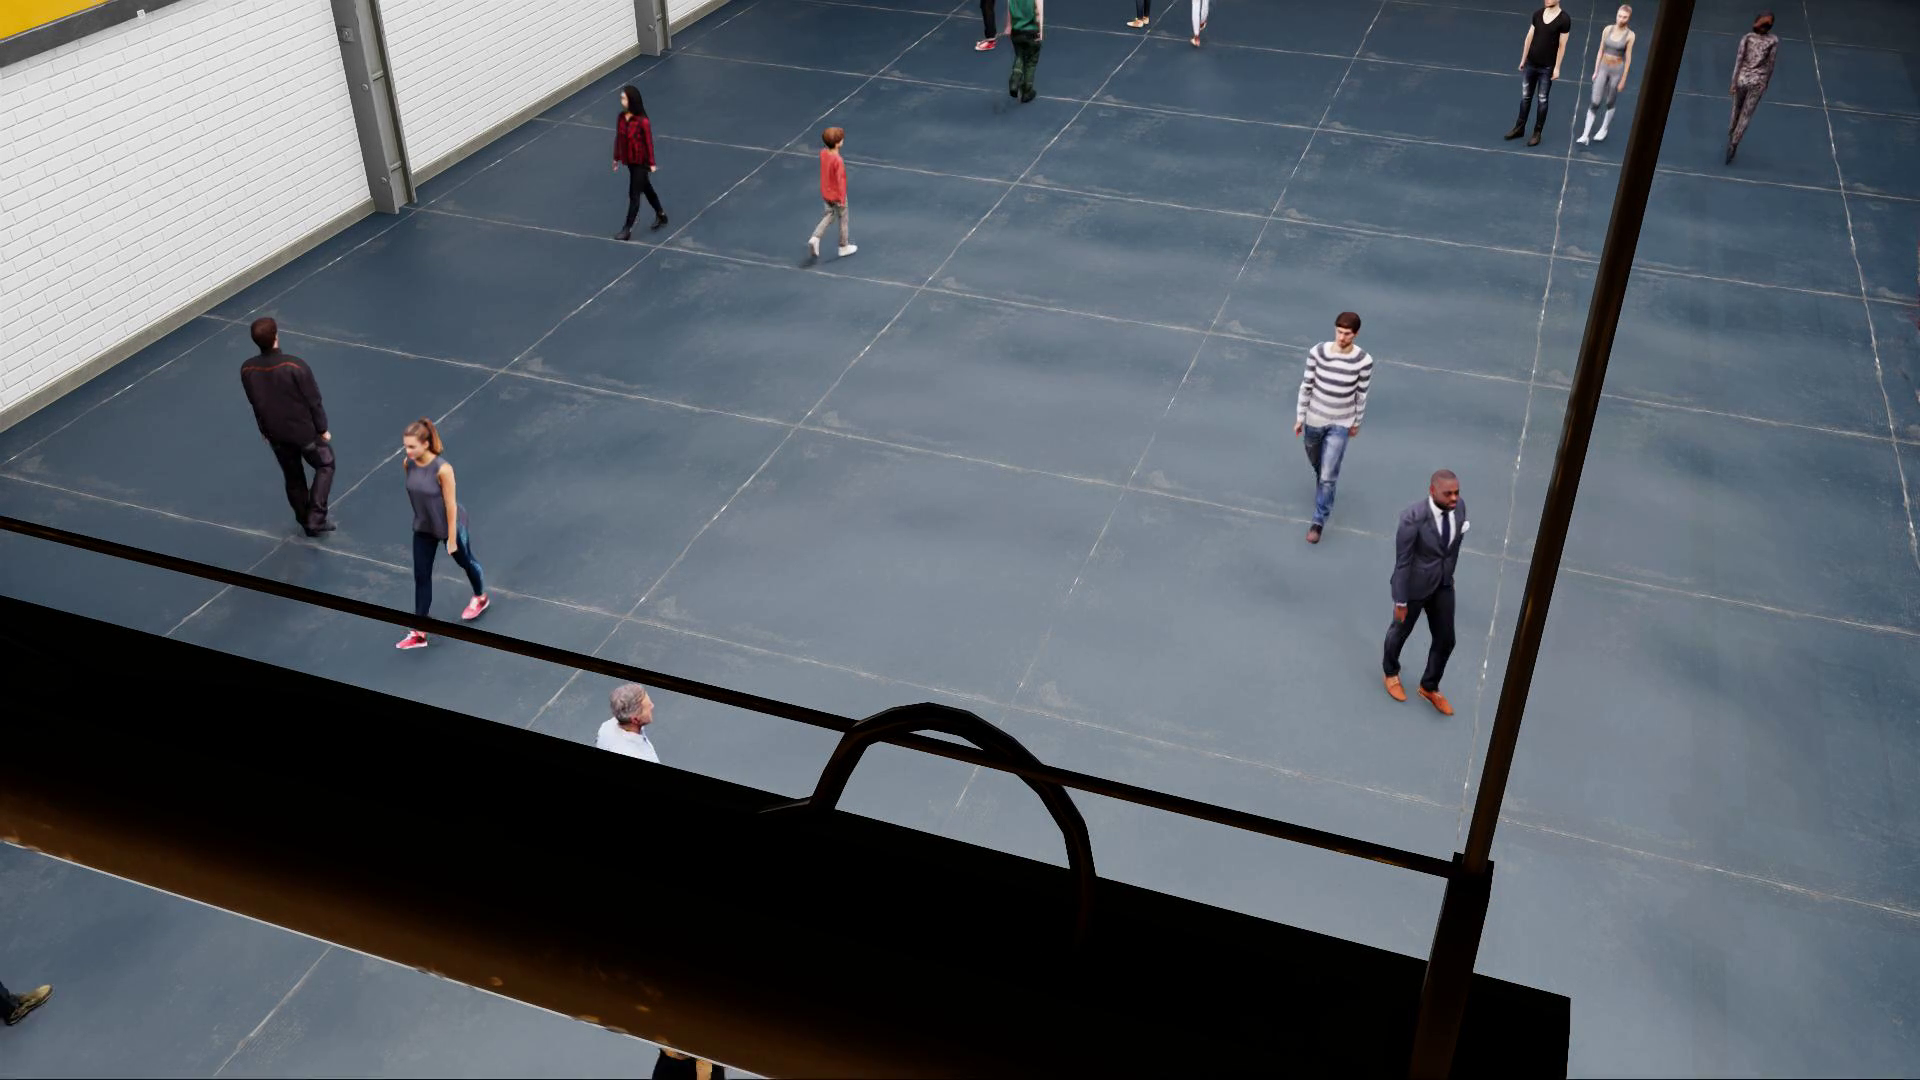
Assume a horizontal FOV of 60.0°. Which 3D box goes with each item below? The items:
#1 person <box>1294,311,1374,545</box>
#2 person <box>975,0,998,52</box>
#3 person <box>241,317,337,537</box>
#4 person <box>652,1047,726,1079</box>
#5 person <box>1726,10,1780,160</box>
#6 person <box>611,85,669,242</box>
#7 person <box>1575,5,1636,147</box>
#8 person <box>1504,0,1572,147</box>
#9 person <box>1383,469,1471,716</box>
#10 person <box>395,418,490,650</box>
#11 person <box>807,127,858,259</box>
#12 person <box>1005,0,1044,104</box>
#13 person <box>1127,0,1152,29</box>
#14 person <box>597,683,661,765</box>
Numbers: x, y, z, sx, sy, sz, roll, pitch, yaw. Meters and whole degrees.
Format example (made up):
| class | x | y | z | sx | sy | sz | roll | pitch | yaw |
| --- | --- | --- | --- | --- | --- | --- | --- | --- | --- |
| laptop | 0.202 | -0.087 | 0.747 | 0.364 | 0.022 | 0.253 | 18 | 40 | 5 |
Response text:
| class | x | y | z | sx | sy | sz | roll | pitch | yaw |
| --- | --- | --- | --- | --- | --- | --- | --- | --- | --- |
| person | 2.855 | -0.954 | 12.782 | 0.723 | 1.814 | 1.196 | 15 | 36 | 21 |
| person | 0.426 | -7.720 | 23.008 | 0.895 | 1.763 | 0.811 | -9 | 35 | -14 |
| person | -5.045 | -0.783 | 12.509 | 0.837 | 1.830 | 0.833 | 2 | 34 | 2 |
| person | -1.199 | 2.455 | 7.810 | 0.673 | 1.641 | 0.752 | 21 | 39 | 29 |
| person | 9.209 | -5.271 | 19.414 | 0.696 | 1.662 | 1.185 | 17 | 37 | 24 |
| person | -3.340 | -4.000 | 17.542 | 0.810 | 1.618 | 1.124 | 23 | 40 | 31 |
| person | 7.789 | -5.559 | 19.844 | 0.798 | 1.665 | 1.081 | 26 | 41 | 33 |
| person | 6.941 | -5.690 | 19.835 | 0.736 | 1.894 | 0.758 | -28 | 43 | -35 |
| person | 3.000 | 0.263 | 10.960 | 0.936 | 1.804 | 0.996 | -13 | 36 | -19 |
| person | -3.565 | -0.115 | 11.633 | 0.618 | 1.687 | 1.083 | 14 | 36 | 20 |
| person | -1.346 | -3.536 | 17.041 | 0.878 | 1.400 | 0.718 | -28 | 43 | -35 |
| person | 0.795 | -6.407 | 20.969 | 0.711 | 1.832 | 0.779 | 17 | 37 | 24 |
| person | 2.611 | -8.266 | 23.809 | 0.717 | 1.785 | 0.583 | 25 | 41 | 33 |
| person | -1.824 | 1.578 | 8.999 | 1.192 | 1.785 | 1.150 | -13 | 36 | -18 |
